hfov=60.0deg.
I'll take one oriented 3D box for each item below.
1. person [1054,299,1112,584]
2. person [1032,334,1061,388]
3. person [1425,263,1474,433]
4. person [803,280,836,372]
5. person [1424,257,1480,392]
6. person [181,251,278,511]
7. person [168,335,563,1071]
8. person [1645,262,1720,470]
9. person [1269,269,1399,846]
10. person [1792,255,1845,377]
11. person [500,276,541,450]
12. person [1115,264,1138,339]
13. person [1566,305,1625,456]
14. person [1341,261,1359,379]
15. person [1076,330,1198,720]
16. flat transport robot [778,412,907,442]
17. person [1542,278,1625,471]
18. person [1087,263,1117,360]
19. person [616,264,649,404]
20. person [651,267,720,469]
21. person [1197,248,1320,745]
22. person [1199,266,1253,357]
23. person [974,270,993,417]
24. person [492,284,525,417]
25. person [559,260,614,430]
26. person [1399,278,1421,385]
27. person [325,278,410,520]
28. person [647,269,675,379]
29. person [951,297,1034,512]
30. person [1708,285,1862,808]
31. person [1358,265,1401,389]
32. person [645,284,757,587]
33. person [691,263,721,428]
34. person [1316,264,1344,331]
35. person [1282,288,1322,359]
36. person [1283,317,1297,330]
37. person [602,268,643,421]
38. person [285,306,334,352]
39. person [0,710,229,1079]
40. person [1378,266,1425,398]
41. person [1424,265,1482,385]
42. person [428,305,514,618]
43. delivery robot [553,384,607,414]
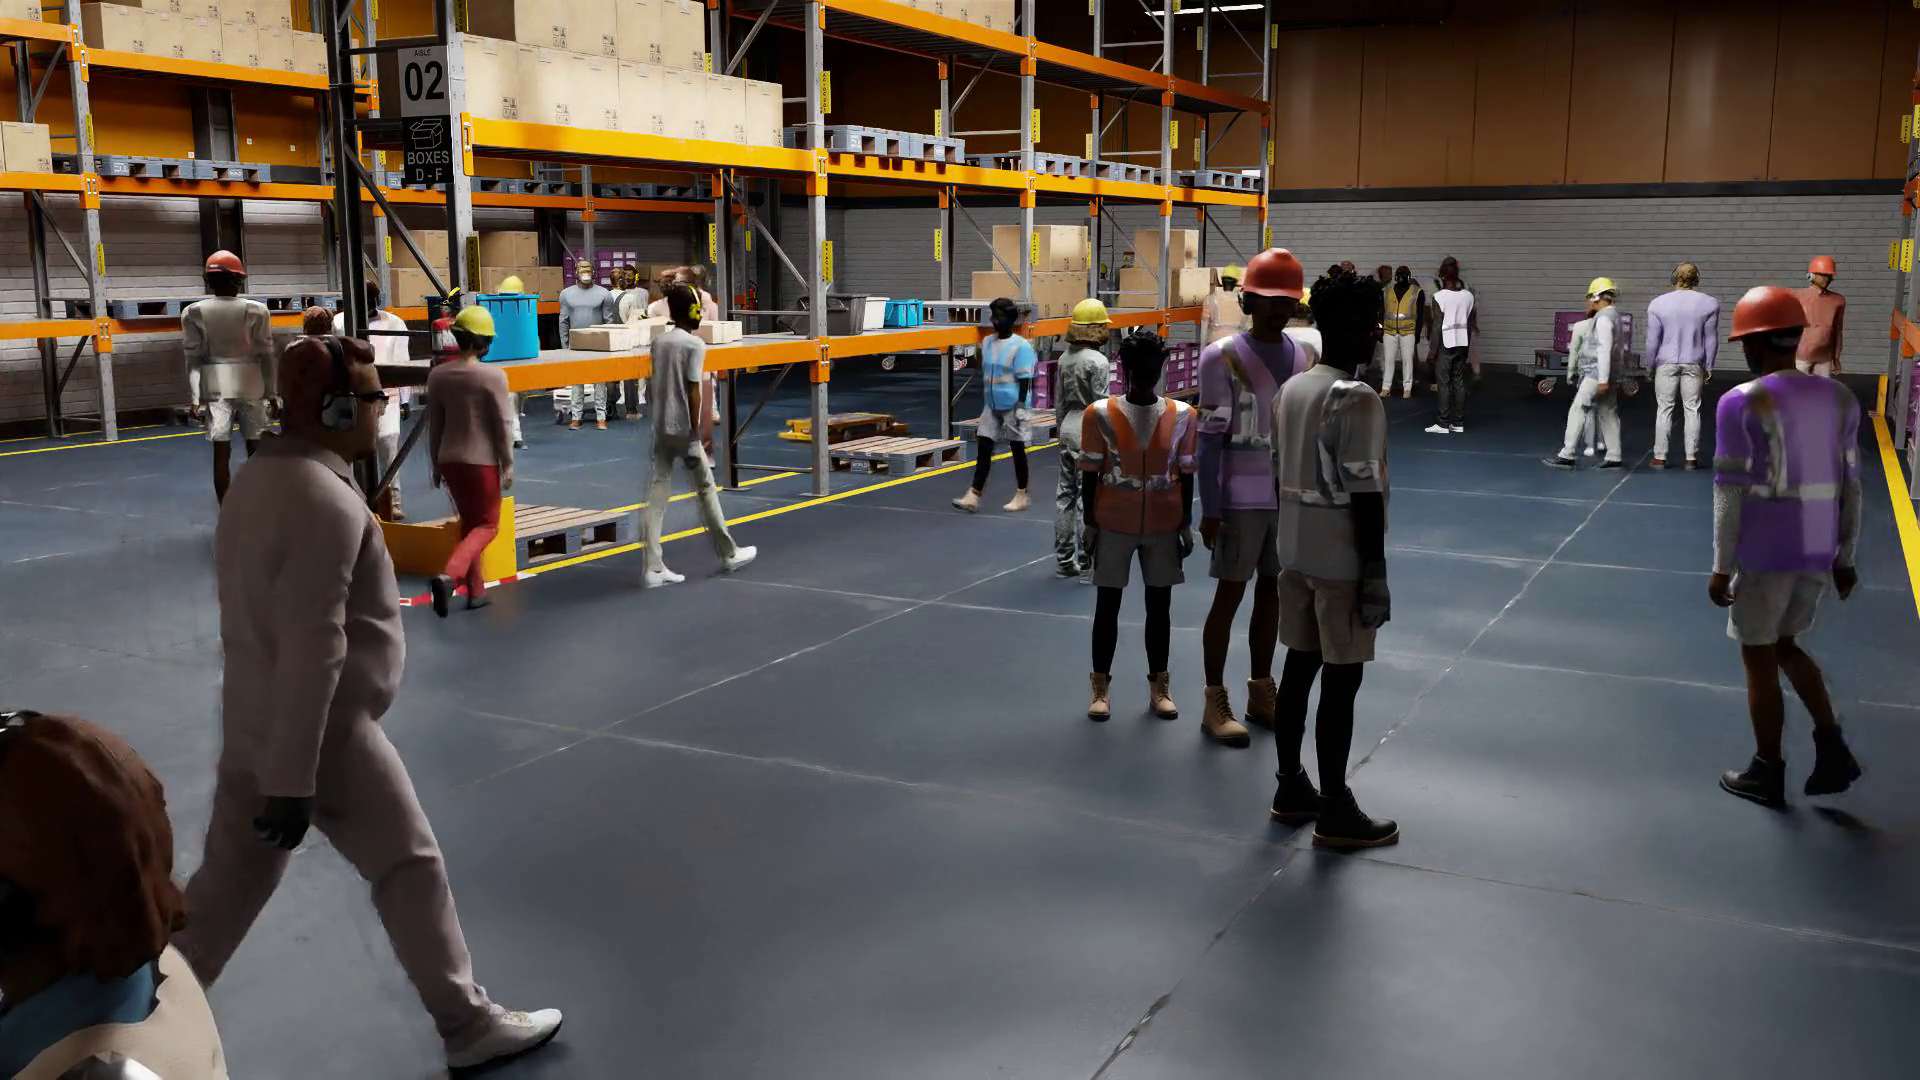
[{"bbox_3d":[0.779,-0.608,10.252,0.312,1.744,0.487,-6,11,-29],"label":"person"},{"bbox_3d":[1.197,-3.131,24.380,0.598,1.906,0.588,2,10,9],"label":"person"},{"bbox_3d":[5.518,-2.155,18.721,0.597,1.911,0.376,-6,11,-29],"label":"person"},{"bbox_3d":[-2.320,-3.681,27.493,0.637,1.927,0.478,3,10,19],"label":"person"},{"bbox_3d":[7.007,-3.092,23.773,0.690,2.000,1.061,-4,11,-22],"label":"person"},{"bbox_3d":[-5.270,-1.066,12.064,0.605,2.036,0.393,-3,10,-16],"label":"person"},{"bbox_3d":[-1.551,0.451,3.877,1.077,1.849,0.658,-8,13,-40],"label":"person"},{"bbox_3d":[6.728,-1.620,15.549,0.627,1.941,0.371,3,10,18],"label":"person"},{"bbox_3d":[1.285,0.064,5.722,0.367,1.966,0.607,-3,10,-19],"label":"person"},{"bbox_3d":[8.583,-1.855,16.743,0.611,1.996,0.375,-1,10,-4],"label":"person"},{"bbox_3d":[-4.678,-1.855,17.343,0.594,1.799,0.818,-7,12,-35],"label":"person"},{"bbox_3d":[2.633,-3.386,26.054,0.429,1.841,0.634,-1,10,-4],"label":"person"},{"bbox_3d":[6.369,-1.661,16.706,0.513,1.611,0.573,1,10,9],"label":"person"},{"bbox_3d":[5.483,-3.015,23.718,0.651,1.907,0.409,6,12,33],"label":"person"},{"bbox_3d":[0.770,-0.060,7.218,0.533,1.697,0.318,-1,10,-4],"label":"person"},{"bbox_3d":[-1.273,-1.243,18.188,0.652,0.197,1.431,7,12,35],"label":"flat transport robot"},{"bbox_3d":[5.864,-1.540,15.527,0.802,1.785,0.589,6,11,31],"label":"person"},{"bbox_3d":[2.566,-4.101,30.216,0.589,1.834,0.403,2,10,14],"label":"person"},{"bbox_3d":[-4.401,-2.744,22.253,0.513,1.872,0.328,0,10,-2],"label":"person"},{"bbox_3d":[-2.561,-1.590,15.535,0.686,1.891,0.414,-1,10,-5],"label":"person"},{"bbox_3d":[1.258,-0.175,6.887,0.615,2.039,0.386,-6,11,-30],"label":"person"},{"bbox_3d":[3.131,-2.276,19.593,0.599,1.861,0.963,-1,10,-6],"label":"person"},{"bbox_3d":[0.497,-2.405,20.487,0.651,1.814,0.514,4,11,22],"label":"person"},{"bbox_3d":[-5.590,-2.305,20.380,0.514,1.641,0.307,-1,10,-4],"label":"person"},{"bbox_3d":[-4.273,-2.225,19.052,0.631,1.940,0.370,-1,10,-3],"label":"person"},{"bbox_3d":[6.922,-3.195,25.550,0.281,1.631,0.506,1,10,6],"label":"person"},{"bbox_3d":[-4.466,-1.055,12.578,0.623,1.839,0.429,-4,10,-21],"label":"person"},{"bbox_3d":[-2.827,-1.785,16.728,0.619,1.859,0.460,1,10,7],"label":"person"},{"bbox_3d":[0.282,-1.024,12.829,0.552,1.669,0.697,9,13,43],"label":"person"},{"bbox_3d":[2.968,0.038,6.048,0.547,1.911,0.519,-3,10,-18],"label":"person"},{"bbox_3d":[6.304,-3.221,25.086,0.591,1.855,0.897,-7,12,-36],"label":"person"},{"bbox_3d":[-1.650,-0.654,10.285,0.513,1.818,0.944,7,12,35],"label":"person"},{"bbox_3d":[-3.055,-2.200,19.024,0.888,1.910,0.634,-5,11,-26],"label":"person"},{"bbox_3d":[5.202,-2.903,23.185,0.548,1.866,0.317,0,10,1],"label":"person"},{"bbox_3d":[2.697,-1.086,13.002,0.545,1.743,0.662,10,14,44],"label":"person"},{"bbox_3d":[3.839,-2.341,19.723,0.354,1.939,0.545,-1,10,-5],"label":"person"},{"bbox_3d":[-4.108,-2.357,20.093,0.517,1.841,0.325,2,10,12],"label":"person"},{"bbox_3d":[-4.783,-0.933,12.471,0.508,1.629,0.317,0,10,0],"label":"person"},{"bbox_3d":[-0.771,0.949,1.547,0.311,1.636,0.521,-4,11,-24],"label":"person"},{"bbox_3d":[6.151,-2.905,23.263,0.625,1.846,0.429,5,11,26],"label":"person"},{"bbox_3d":[7.697,-3.345,25.701,0.638,1.902,1.185,-4,10,-19],"label":"person"},{"bbox_3d":[-2.748,-0.415,9.188,0.533,1.746,0.693,4,10,21],"label":"person"},{"bbox_3d":[-4.519,-1.708,19.791,0.477,0.478,0.707,4,11,22],"label":"delivery robot"}]
